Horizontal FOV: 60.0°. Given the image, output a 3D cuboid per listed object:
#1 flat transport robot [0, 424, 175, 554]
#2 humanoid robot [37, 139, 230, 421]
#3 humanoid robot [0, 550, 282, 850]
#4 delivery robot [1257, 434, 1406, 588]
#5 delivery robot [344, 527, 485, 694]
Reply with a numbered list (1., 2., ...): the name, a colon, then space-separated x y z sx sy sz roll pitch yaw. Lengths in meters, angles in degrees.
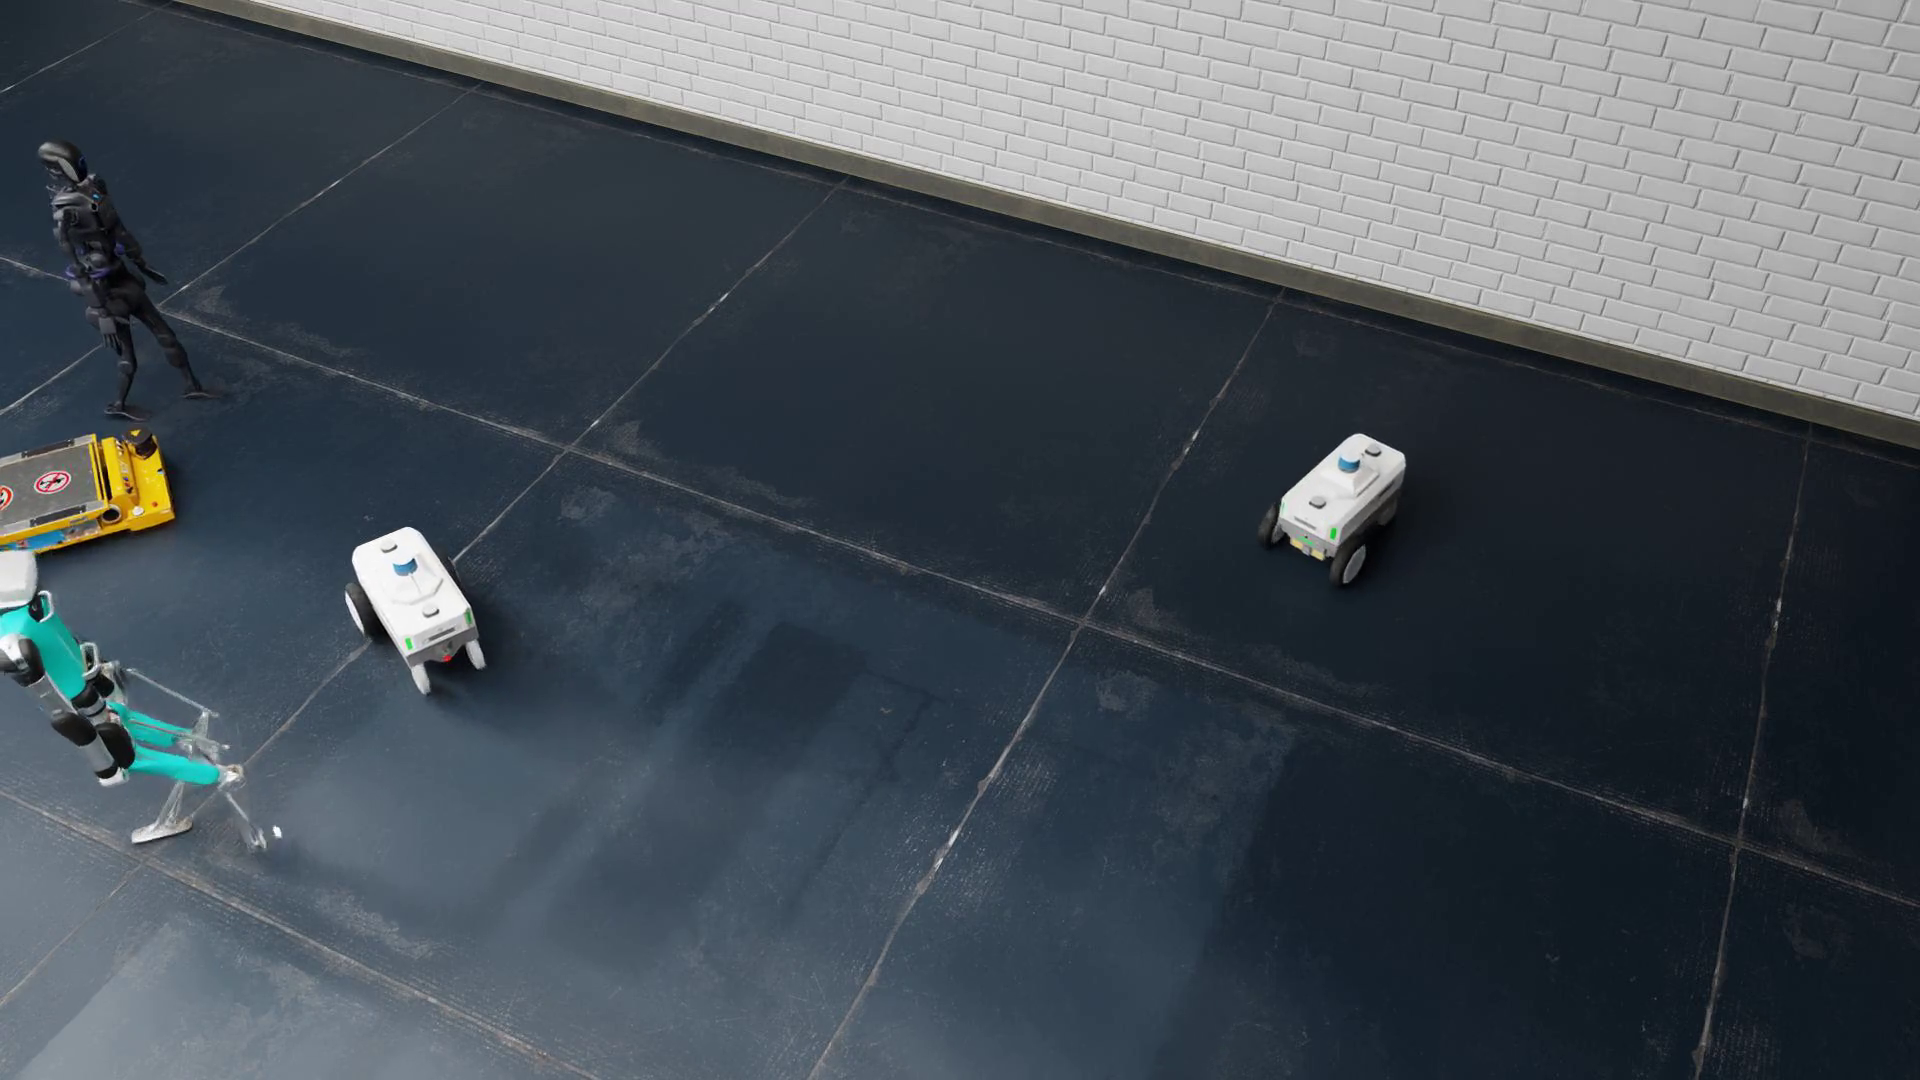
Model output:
1. flat transport robot: -4.786 -0.147 8.414 1.431 0.231 0.659 -19 46 -19
2. humanoid robot: -4.387 -1.328 8.668 0.613 1.637 0.601 0 43 0
3. humanoid robot: -3.126 0.666 6.489 0.833 1.803 0.553 -18 46 -19
4. delivery robot: 1.875 -0.175 8.247 0.499 0.613 0.807 31 51 29
5. delivery robot: -2.539 0.285 7.748 0.499 0.609 0.805 -25 49 -25
